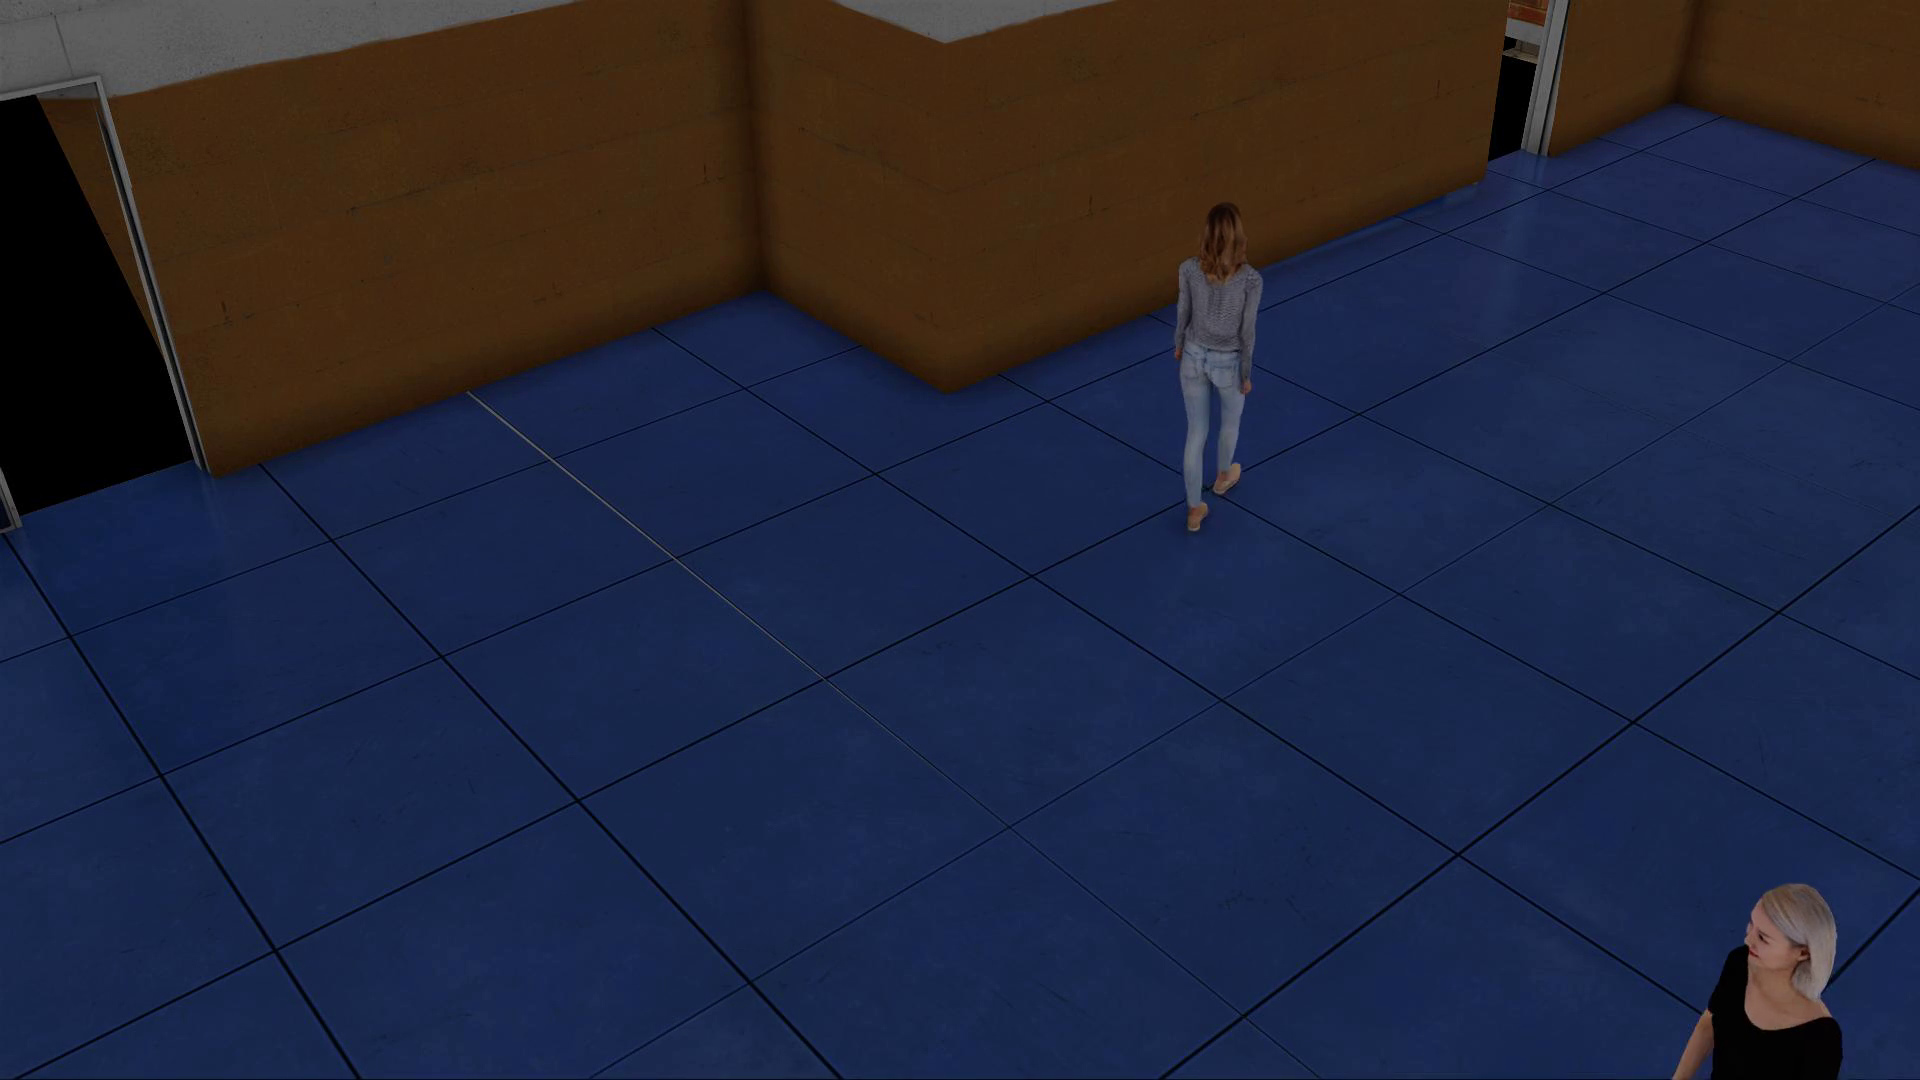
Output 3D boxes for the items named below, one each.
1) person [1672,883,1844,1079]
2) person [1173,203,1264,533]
[{"bbox_3d":[2.332,1.688,4.764,0.805,1.807,0.726,-7,34,-11],"label":"person"},{"bbox_3d":[1.281,-0.840,8.598,0.948,1.770,0.919,14,36,20],"label":"person"}]
